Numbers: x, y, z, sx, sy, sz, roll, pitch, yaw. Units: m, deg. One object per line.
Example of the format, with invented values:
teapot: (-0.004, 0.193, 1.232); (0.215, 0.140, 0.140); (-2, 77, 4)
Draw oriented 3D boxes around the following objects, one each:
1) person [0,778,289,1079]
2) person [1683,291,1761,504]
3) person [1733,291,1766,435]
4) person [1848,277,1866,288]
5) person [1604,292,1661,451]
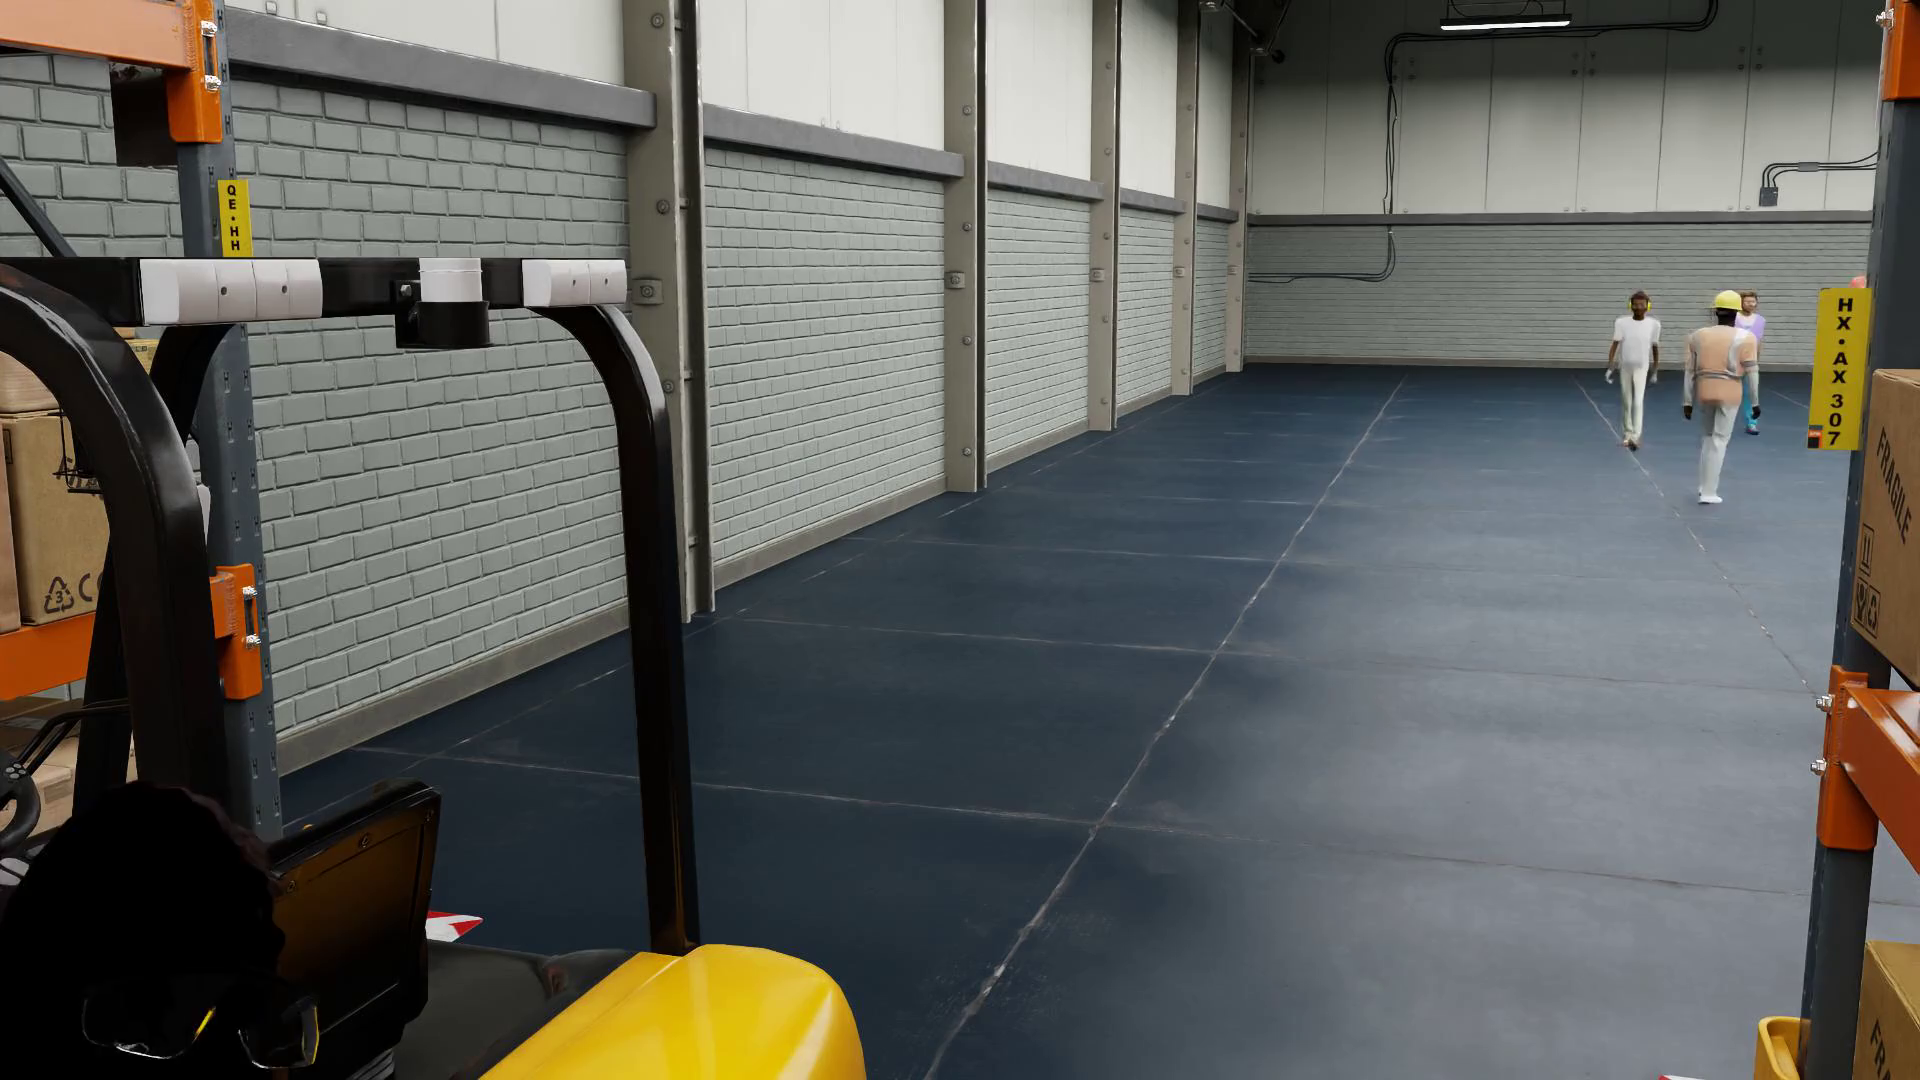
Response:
person: (-0.486, 1.071, 1.093); (0.507, 1.865, 0.329); (1, 10, 8)
person: (6.867, -1.274, 14.936); (0.674, 1.904, 0.596); (-7, 12, -36)
person: (9.888, -2.254, 21.103); (0.569, 1.809, 0.955); (0, 10, 3)
person: (13.227, -2.905, 24.552); (0.643, 1.933, 1.033); (-5, 11, -29)
person: (7.775, -1.951, 19.244); (0.537, 1.815, 0.993); (5, 11, 30)
